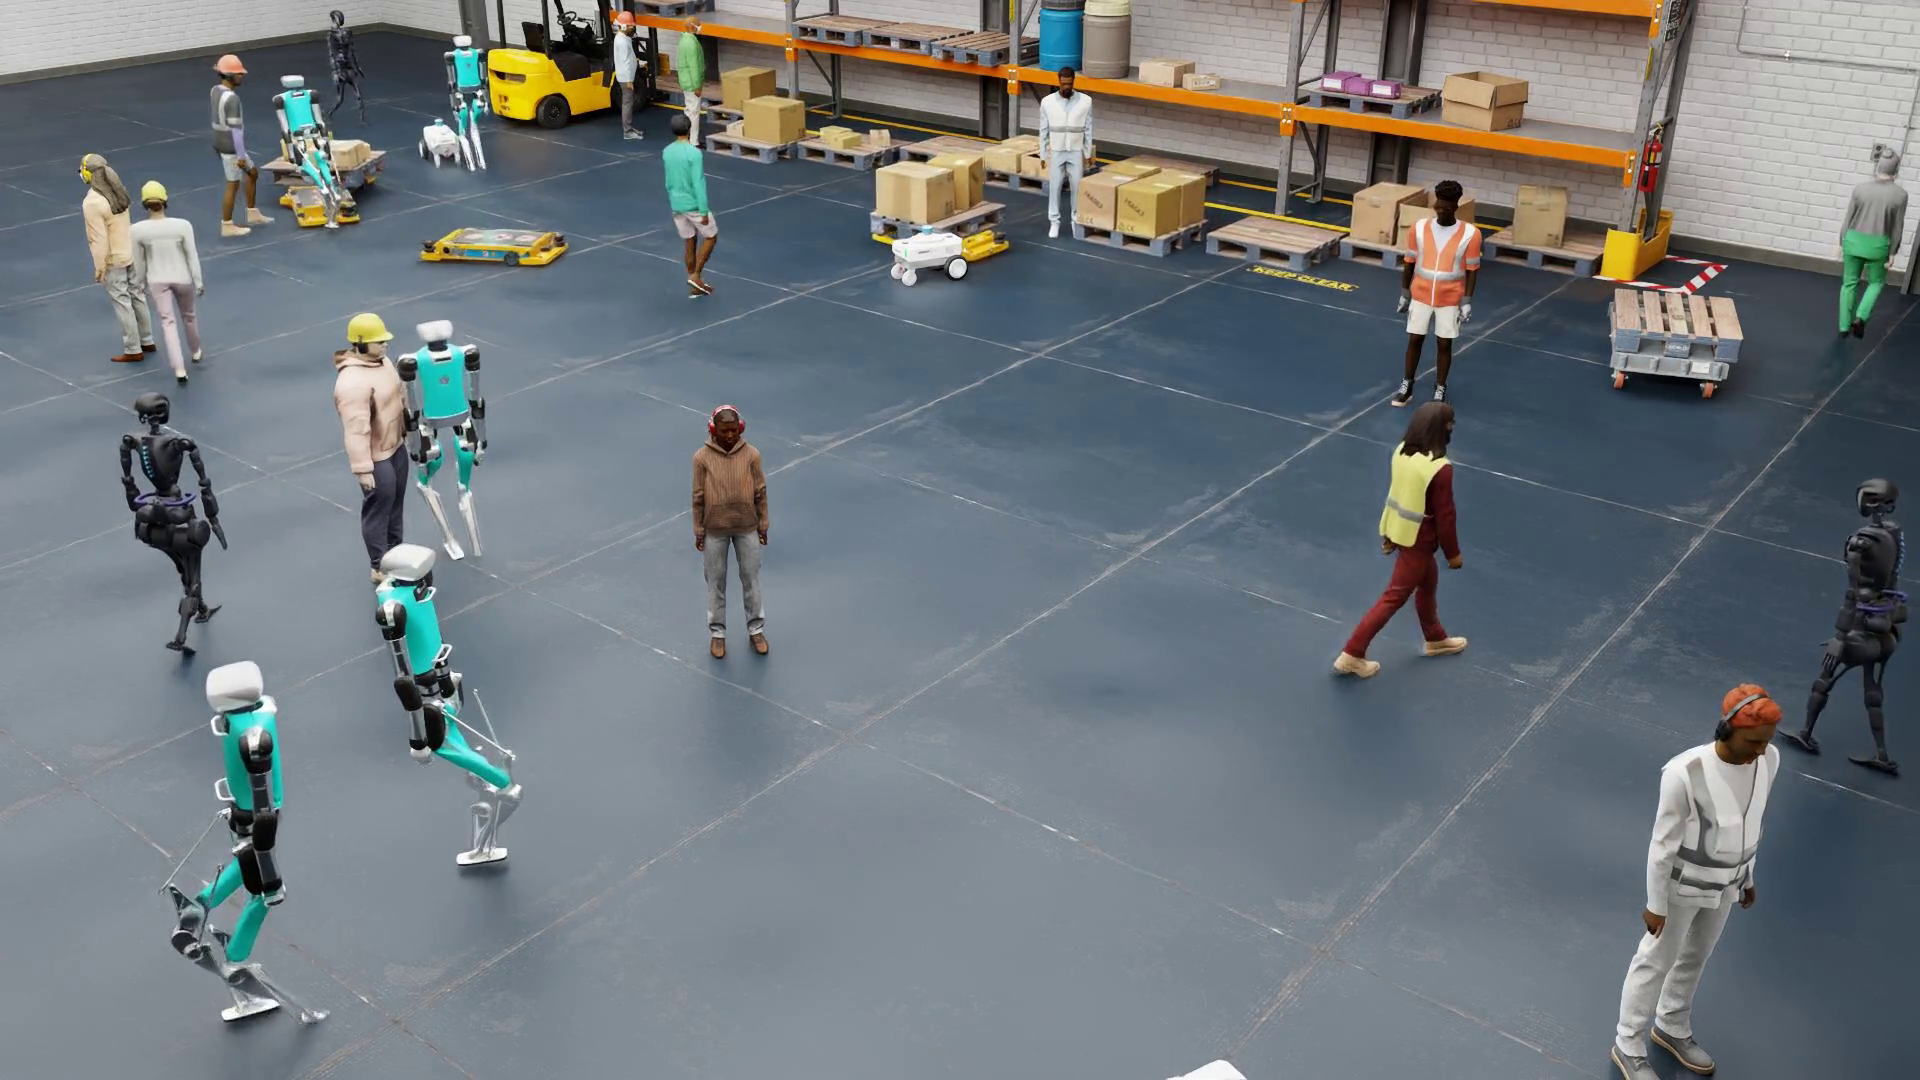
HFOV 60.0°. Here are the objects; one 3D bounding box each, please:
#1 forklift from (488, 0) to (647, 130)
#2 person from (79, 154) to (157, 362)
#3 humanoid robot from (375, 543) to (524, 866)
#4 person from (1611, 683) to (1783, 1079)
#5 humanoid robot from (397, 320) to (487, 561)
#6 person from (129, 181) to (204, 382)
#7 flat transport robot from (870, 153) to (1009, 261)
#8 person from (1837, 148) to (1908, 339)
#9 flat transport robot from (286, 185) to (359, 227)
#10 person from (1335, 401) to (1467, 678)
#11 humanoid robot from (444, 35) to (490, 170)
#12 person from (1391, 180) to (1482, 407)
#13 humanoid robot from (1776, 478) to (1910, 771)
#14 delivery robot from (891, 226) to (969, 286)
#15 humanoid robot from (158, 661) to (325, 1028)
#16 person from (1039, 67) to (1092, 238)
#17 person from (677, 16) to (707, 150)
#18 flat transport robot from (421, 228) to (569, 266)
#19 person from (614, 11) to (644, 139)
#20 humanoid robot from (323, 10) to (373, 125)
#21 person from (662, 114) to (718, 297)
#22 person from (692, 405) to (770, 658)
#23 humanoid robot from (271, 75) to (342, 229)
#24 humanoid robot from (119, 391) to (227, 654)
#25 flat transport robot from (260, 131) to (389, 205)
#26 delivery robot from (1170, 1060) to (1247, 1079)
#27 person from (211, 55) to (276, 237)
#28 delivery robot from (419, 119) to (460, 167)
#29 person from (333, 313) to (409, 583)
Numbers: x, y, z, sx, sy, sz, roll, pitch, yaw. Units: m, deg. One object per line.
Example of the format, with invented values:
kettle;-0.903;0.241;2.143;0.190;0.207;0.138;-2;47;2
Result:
forklift;-5.874;-7.334;24.552;1.214;2.155;2.313;19;32;34
person;-7.584;-2.532;14.971;0.409;1.876;0.559;2;26;4
humanoid robot;-2.388;0.900;8.129;0.728;1.888;0.549;0;26;-1
person;3.023;1.412;6.786;0.573;1.887;0.355;-11;28;-22
humanoid robot;-3.513;-0.667;11.304;0.535;1.827;0.690;-14;29;-27
person;-6.956;-2.291;14.641;0.525;1.719;0.925;-11;28;-21
flat transport robot;-0.226;-3.382;18.575;1.431;0.231;0.659;18;31;33
person;8.437;-2.739;15.447;0.529;1.825;0.486;18;31;33
flat transport robot;-7.635;-4.023;19.901;0.659;0.231;1.431;-12;28;-23
person;2.697;-0.002;9.908;0.938;1.726;0.482;-5;26;-10
humanoid robot;-6.428;-5.686;21.696;0.530;1.806;0.695;-14;29;-27
person;3.956;-2.024;13.814;0.611;1.961;0.362;12;28;24
humanoid robot;4.913;0.472;8.995;0.614;1.626;0.635;-19;32;-34
delivery robot;-0.323;-2.989;17.449;0.813;0.609;0.499;-13;29;-25
humanoid robot;-3.143;1.388;7.041;0.708;1.811;0.548;-14;29;-26
person;1.186;-4.367;18.736;0.596;1.908;0.400;-1;26;-2
person;-3.661;-6.255;22.798;0.388;1.776;0.545;-9;27;-17
flat transport robot;-5.094;-3.212;18.222;1.431;0.231;0.659;4;26;8
person;-4.670;-6.542;23.428;0.352;1.740;0.571;-6;26;-12
humanoid robot;-9.015;-6.878;24.227;0.701;1.639;0.589;9;27;18
person;-2.713;-3.333;16.681;0.545;1.823;0.451;16;30;29
person;-1.388;-0.064;10.119;0.462;1.648;0.327;-5;26;-11
humanoid robot;-7.280;-4.300;18.863;0.837;1.819;0.538;22;34;38
humanoid robot;-4.879;-0.116;10.258;0.608;1.631;0.786;3;26;6
flat transport robot;-7.882;-4.438;20.762;0.659;0.231;1.431;2;26;4
delivery robot;0.843;2.319;6.430;0.759;0.588;0.522;-15;30;-29
person;-8.171;-4.448;18.802;0.758;1.999;0.623;-18;31;-33
delivery robot;-6.946;-5.327;22.279;0.499;0.600;0.802;-12;28;-24
person;-3.851;-0.605;11.001;0.439;1.858;0.792;2;26;3
